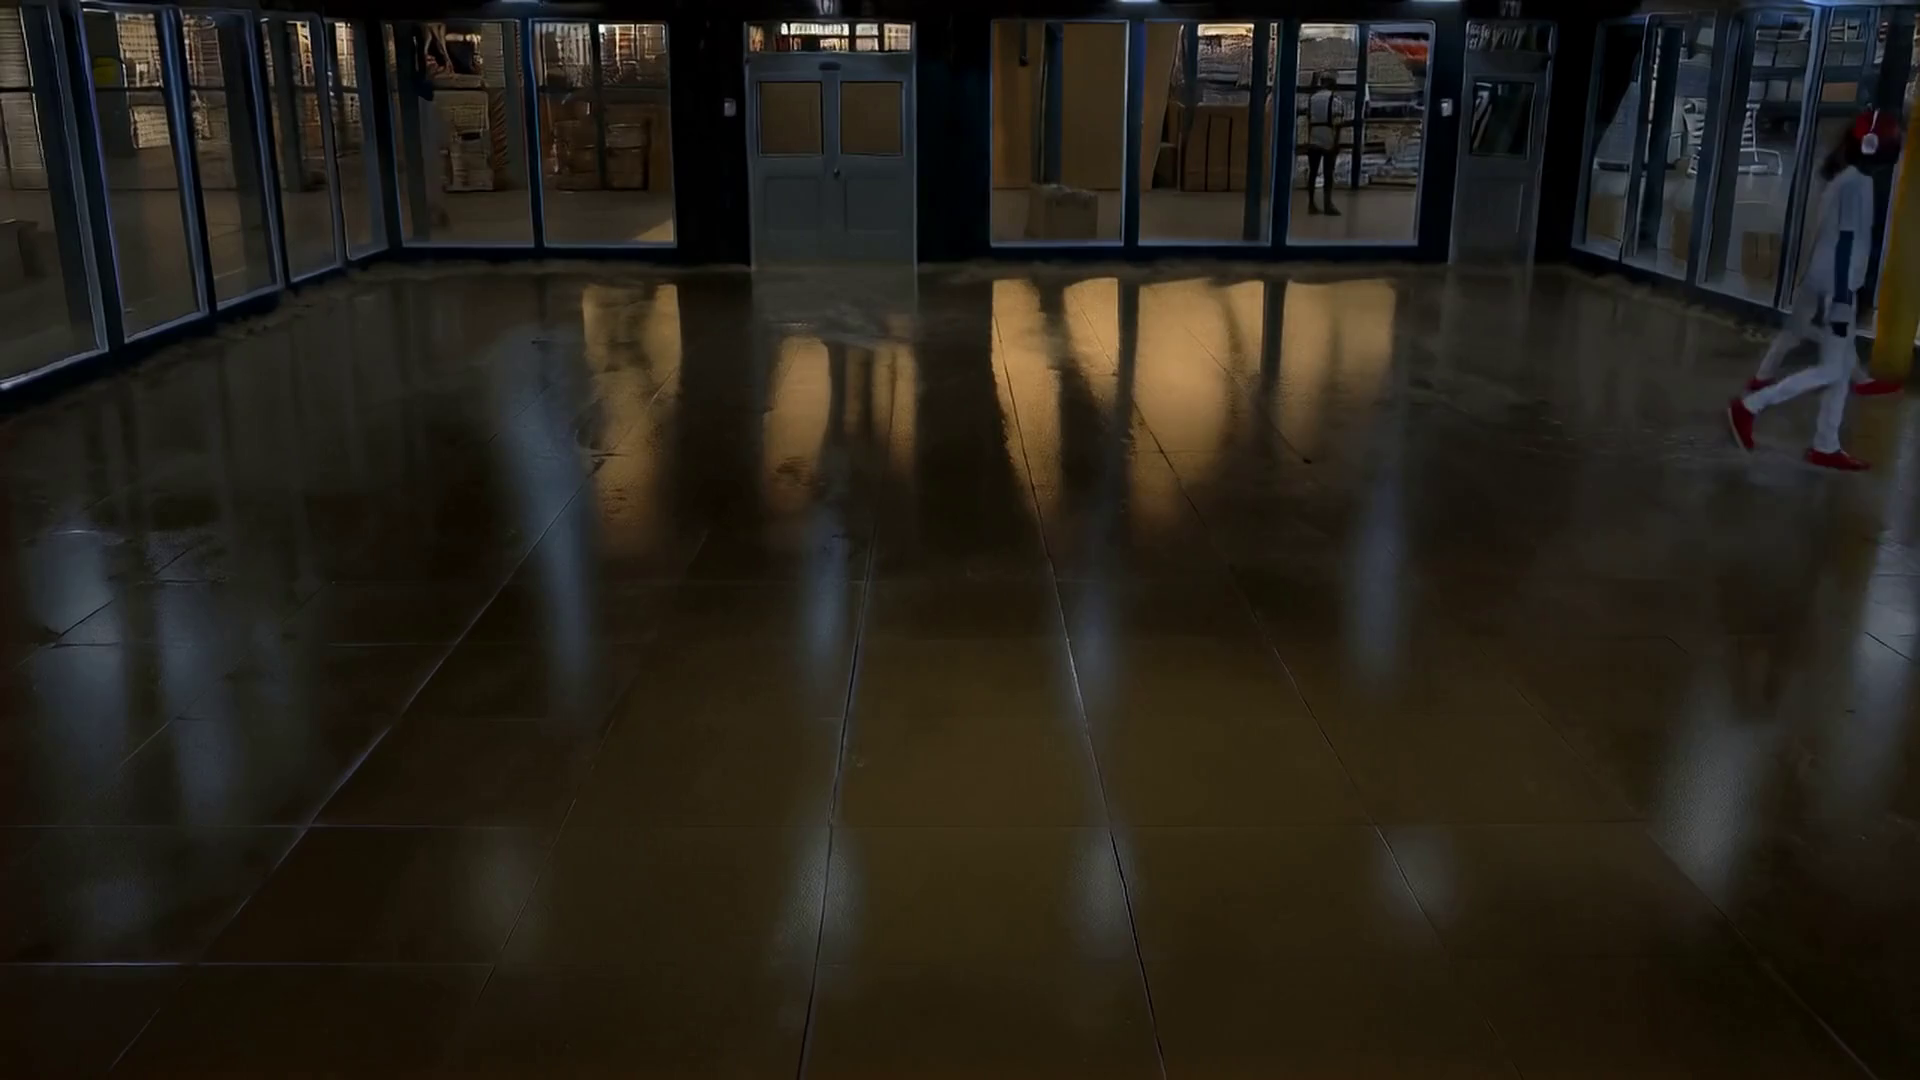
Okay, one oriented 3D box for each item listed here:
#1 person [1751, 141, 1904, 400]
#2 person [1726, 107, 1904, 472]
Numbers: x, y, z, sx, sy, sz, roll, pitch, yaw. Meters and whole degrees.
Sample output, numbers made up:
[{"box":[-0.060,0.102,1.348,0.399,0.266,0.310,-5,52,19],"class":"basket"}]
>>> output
[{"box":[5.378,-1.620,10.174,0.863,1.588,0.498,8,18,25],"class":"person"},{"box":[4.417,-1.266,8.519,0.625,1.850,0.526,10,19,32],"class":"person"}]
